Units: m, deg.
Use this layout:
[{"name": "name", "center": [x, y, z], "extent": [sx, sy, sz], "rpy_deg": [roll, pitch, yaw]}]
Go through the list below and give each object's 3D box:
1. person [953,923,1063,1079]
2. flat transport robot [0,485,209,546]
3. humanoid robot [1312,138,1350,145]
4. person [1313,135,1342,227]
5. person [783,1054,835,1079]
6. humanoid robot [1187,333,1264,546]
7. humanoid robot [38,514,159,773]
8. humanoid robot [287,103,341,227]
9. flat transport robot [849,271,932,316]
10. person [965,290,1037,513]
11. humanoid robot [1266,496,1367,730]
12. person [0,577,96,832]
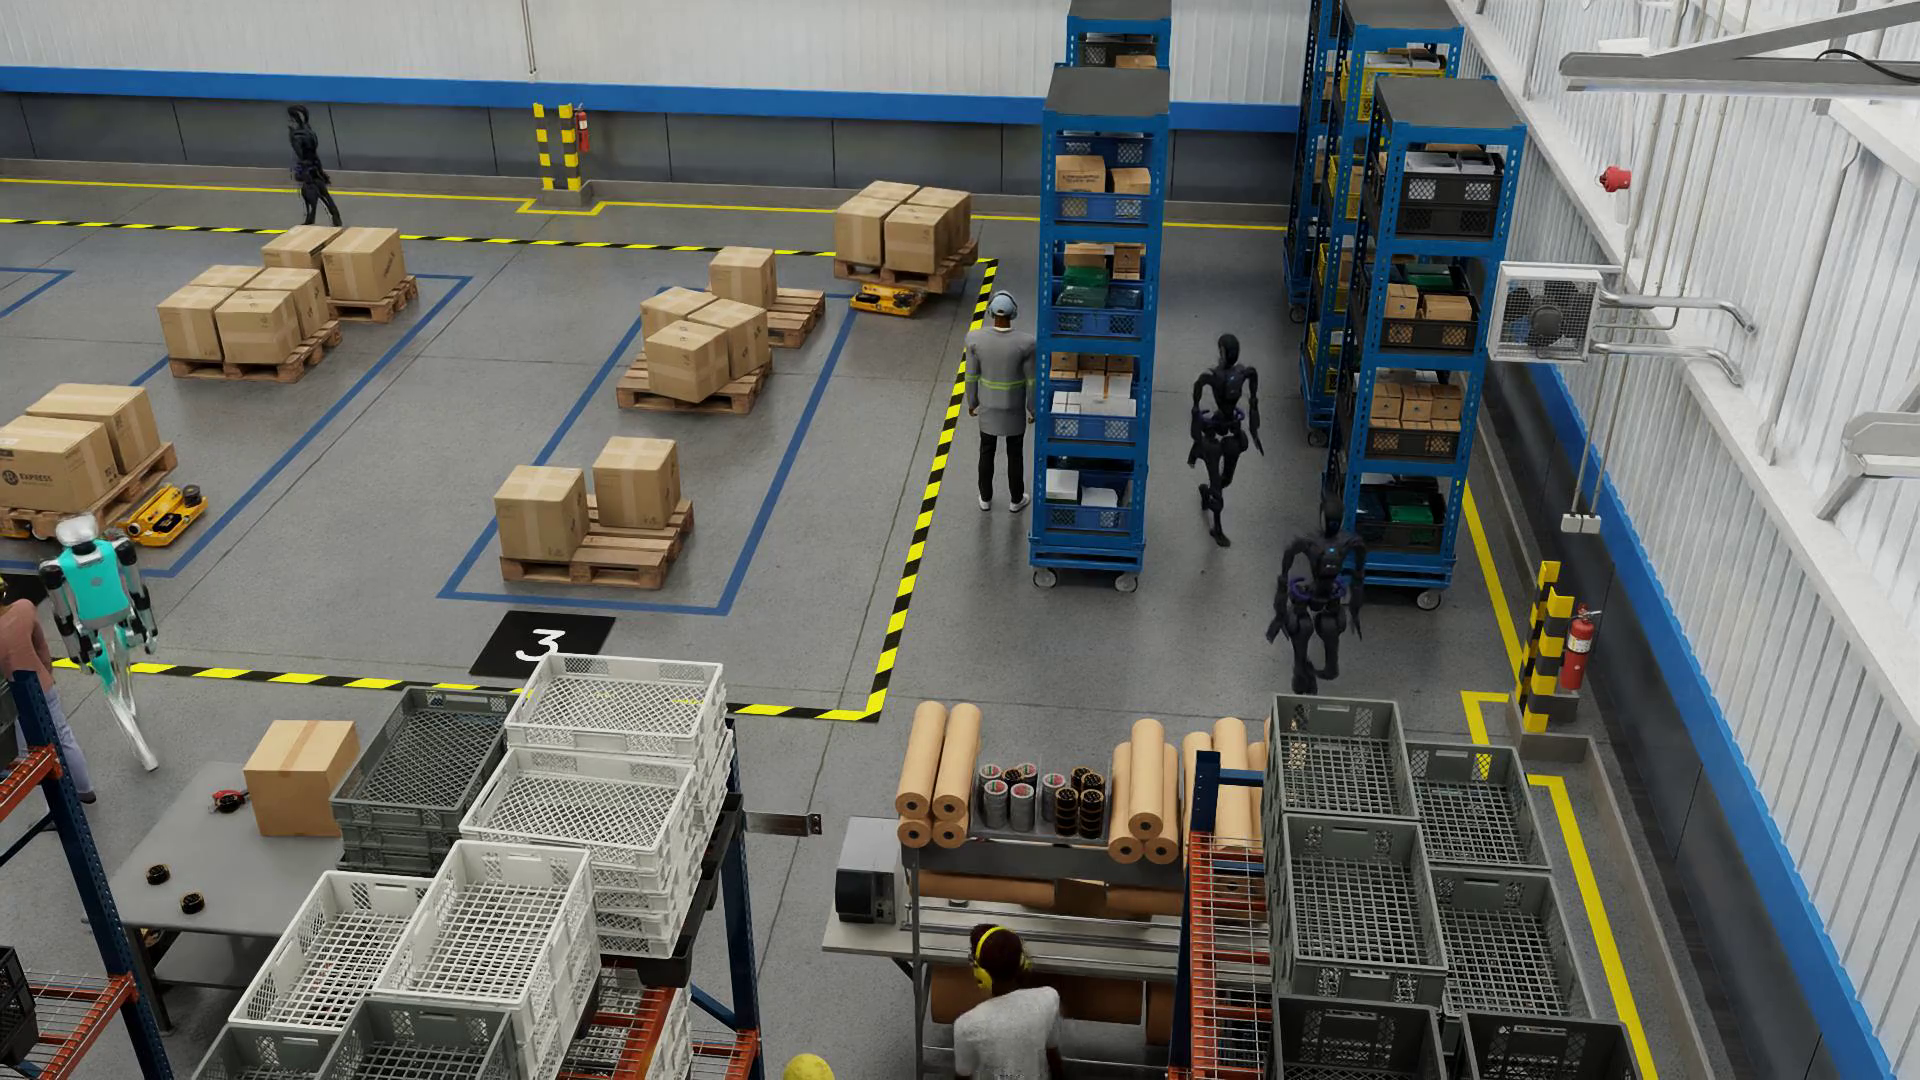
[{"name": "person", "center": [0.181, 2.389, 7.047], "extent": [0.507, 1.803, 0.898], "rpy_deg": [-13, 33, -21]}, {"name": "flat transport robot", "center": [-6.750, -0.236, 13.052], "extent": [1.431, 0.197, 0.652], "rpy_deg": [3, 30, 6]}, {"name": "humanoid robot", "center": [3.965, -3.956, 18.093], "extent": [0.601, 1.624, 0.724], "rpy_deg": [26, 39, 37]}, {"name": "person", "center": [4.003, -4.041, 18.042], "extent": [0.390, 1.850, 0.566], "rpy_deg": [6, 31, 10]}, {"name": "person", "center": [-0.542, 2.694, 6.585], "extent": [0.483, 1.737, 0.305], "rpy_deg": [-24, 38, -35]}, {"name": "humanoid robot", "center": [2.002, -0.823, 12.740], "extent": [0.601, 1.656, 0.744], "rpy_deg": [-9, 31, -15]}, {"name": "humanoid robot", "center": [-5.333, 0.543, 10.349], "extent": [0.533, 1.770, 1.039], "rpy_deg": [-22, 37, -32]}, {"name": "humanoid robot", "center": [-7.097, -3.940, 18.076], "extent": [0.727, 1.632, 0.611], "rpy_deg": [-3, 30, -5]}, {"name": "flat transport robot", "center": [-0.559, -2.717, 17.313], "extent": [0.652, 0.197, 1.431], "rpy_deg": [11, 32, 19]}, {"name": "person", "center": [0.334, -1.074, 12.945], "extent": [0.589, 1.852, 0.373], "rpy_deg": [5, 31, 9]}, {"name": "humanoid robot", "center": [2.244, 0.414, 10.564], "extent": [0.616, 1.638, 0.480], "rpy_deg": [-3, 30, -5]}, {"name": "person", "center": [-5.441, 0.904, 9.632], "extent": [0.322, 1.767, 0.532], "rpy_deg": [4, 31, 8]}]
